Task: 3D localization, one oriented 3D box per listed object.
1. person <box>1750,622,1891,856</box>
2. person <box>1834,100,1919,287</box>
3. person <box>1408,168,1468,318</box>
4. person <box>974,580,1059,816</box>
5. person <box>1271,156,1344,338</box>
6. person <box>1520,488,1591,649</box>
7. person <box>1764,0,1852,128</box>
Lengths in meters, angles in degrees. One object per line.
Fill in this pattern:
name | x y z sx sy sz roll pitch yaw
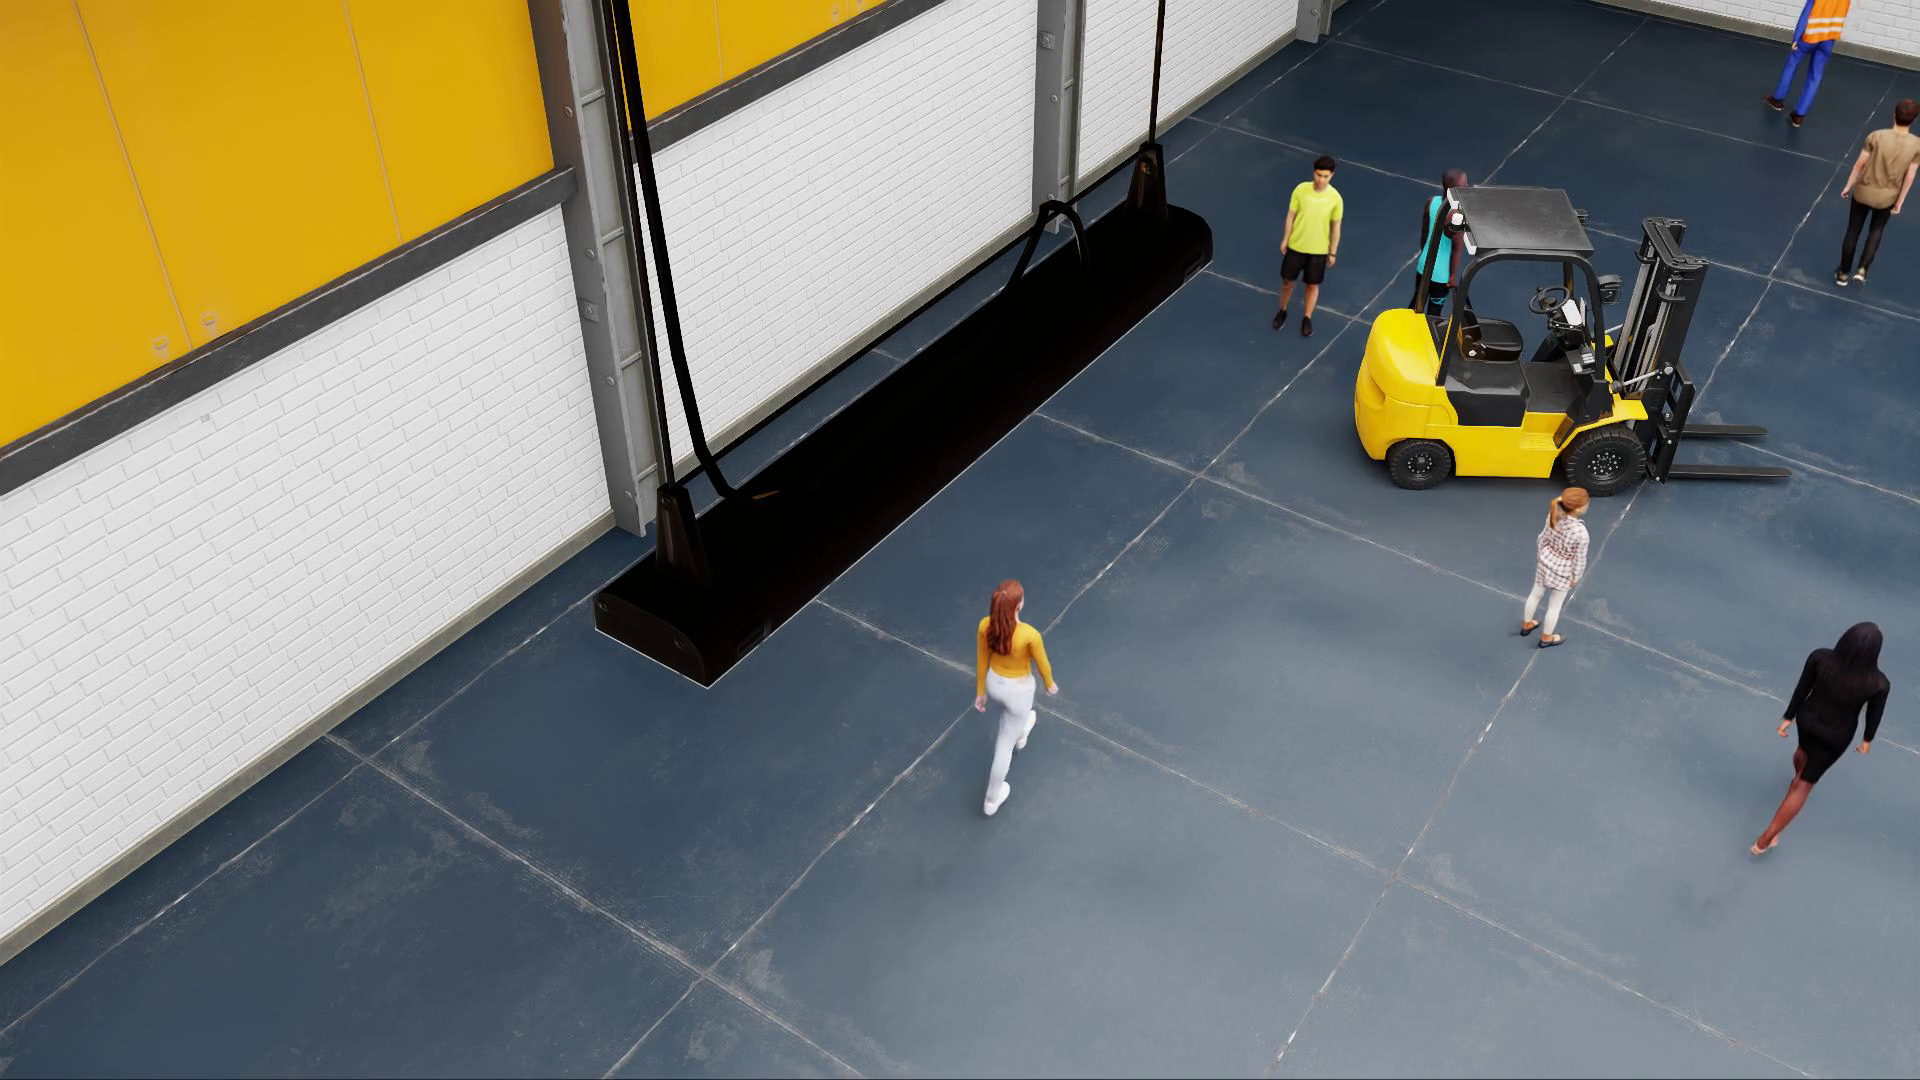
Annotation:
person | 5.160 1.223 10.027 0.774 1.664 1.234 31 48 33
person | 8.451 -3.153 15.365 0.754 1.841 0.791 15 41 18
person | 4.115 -2.366 14.404 0.663 1.810 0.673 -18 42 -22
person | 0.270 1.012 10.251 0.665 1.714 1.096 20 43 23
person | 3.128 -2.675 14.876 0.737 1.704 0.696 13 40 16
person | 4.168 0.181 11.615 0.594 1.310 0.590 -22 43 -25
person | 9.424 -5.445 18.237 0.985 1.838 1.091 2 39 3
